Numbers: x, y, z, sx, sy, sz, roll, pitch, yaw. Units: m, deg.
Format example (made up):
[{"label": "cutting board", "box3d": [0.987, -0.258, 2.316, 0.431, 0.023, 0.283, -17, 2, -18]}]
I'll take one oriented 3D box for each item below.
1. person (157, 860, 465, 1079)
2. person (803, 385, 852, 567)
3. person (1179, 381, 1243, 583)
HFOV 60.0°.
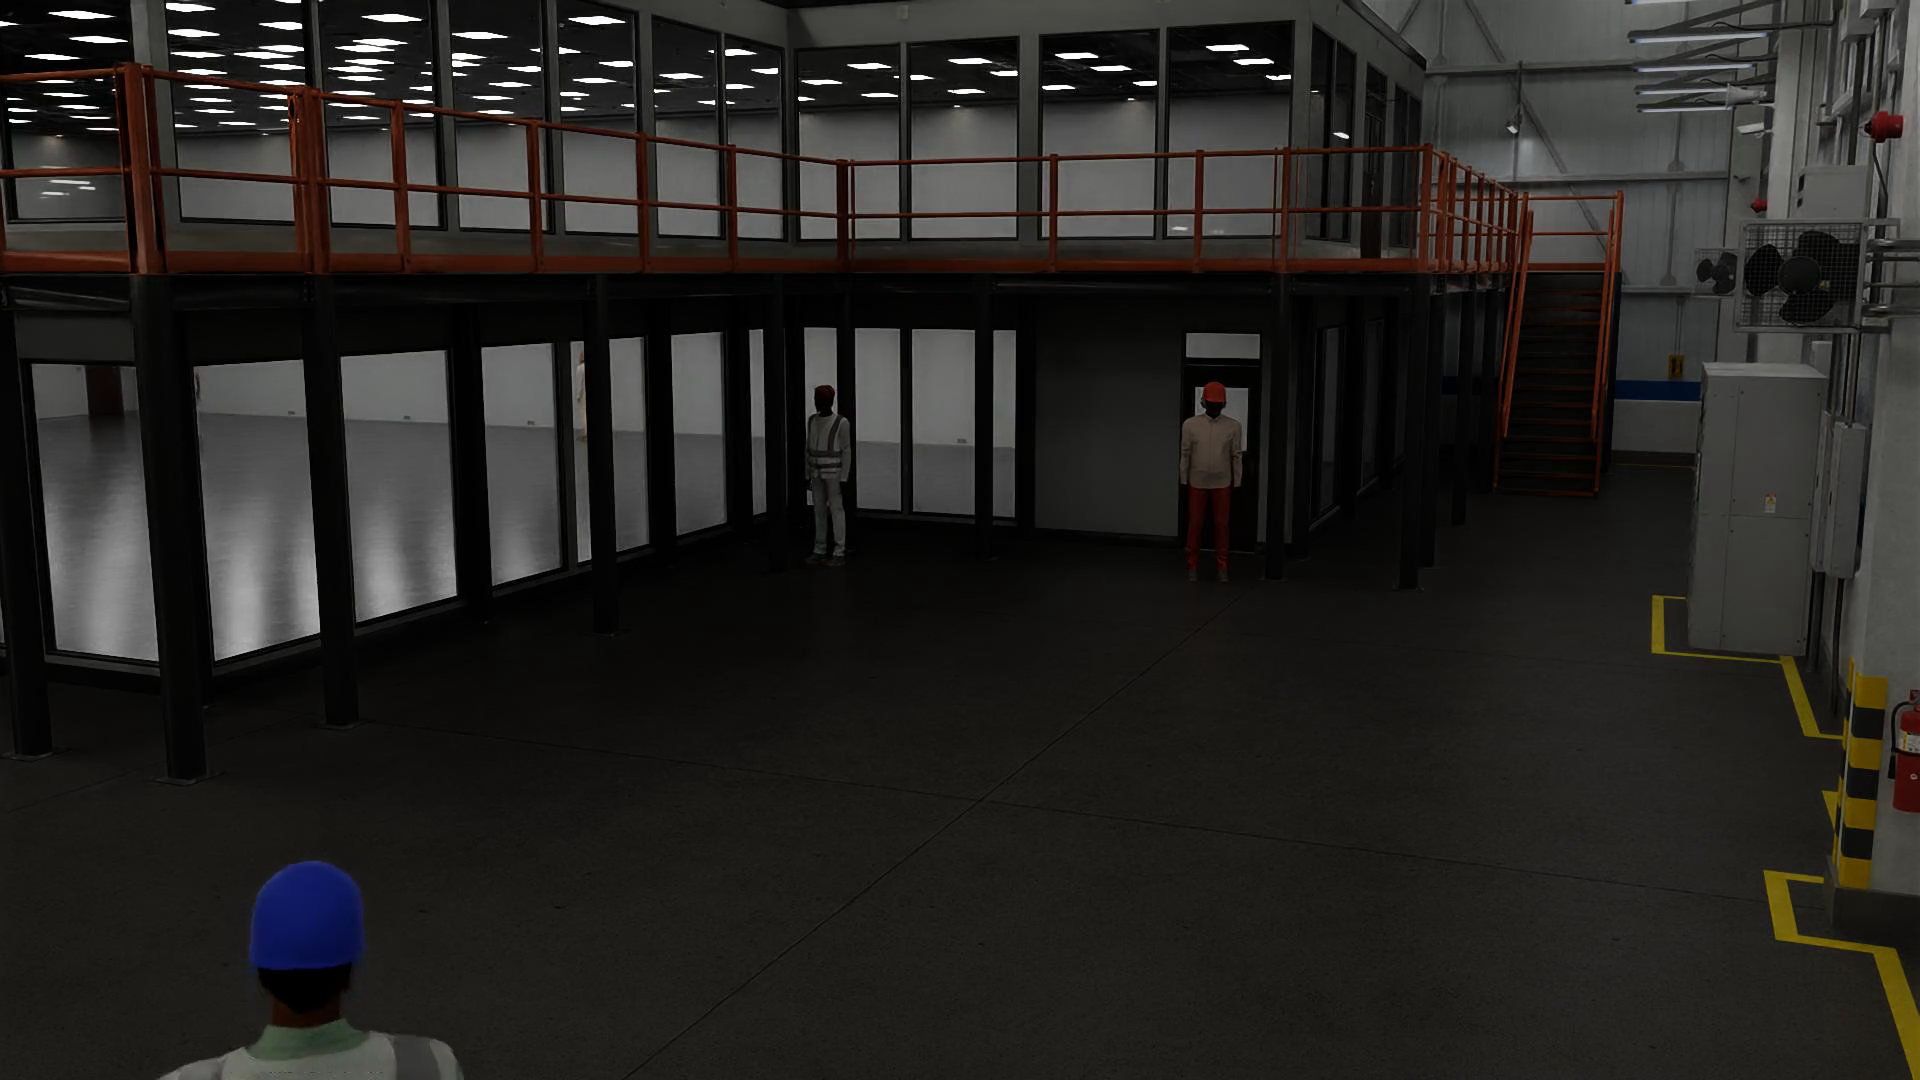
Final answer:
[{"label": "person", "box3d": [-1.243, 1.582, 3.252, 0.621, 1.925, 0.721, -5, 10, -28]}, {"label": "person", "box3d": [-1.387, -0.663, 17.221, 0.585, 1.882, 0.343, 7, 12, 37]}, {"label": "person", "box3d": [2.457, -0.561, 16.290, 0.613, 1.986, 0.406, 1, 9, 6]}]
